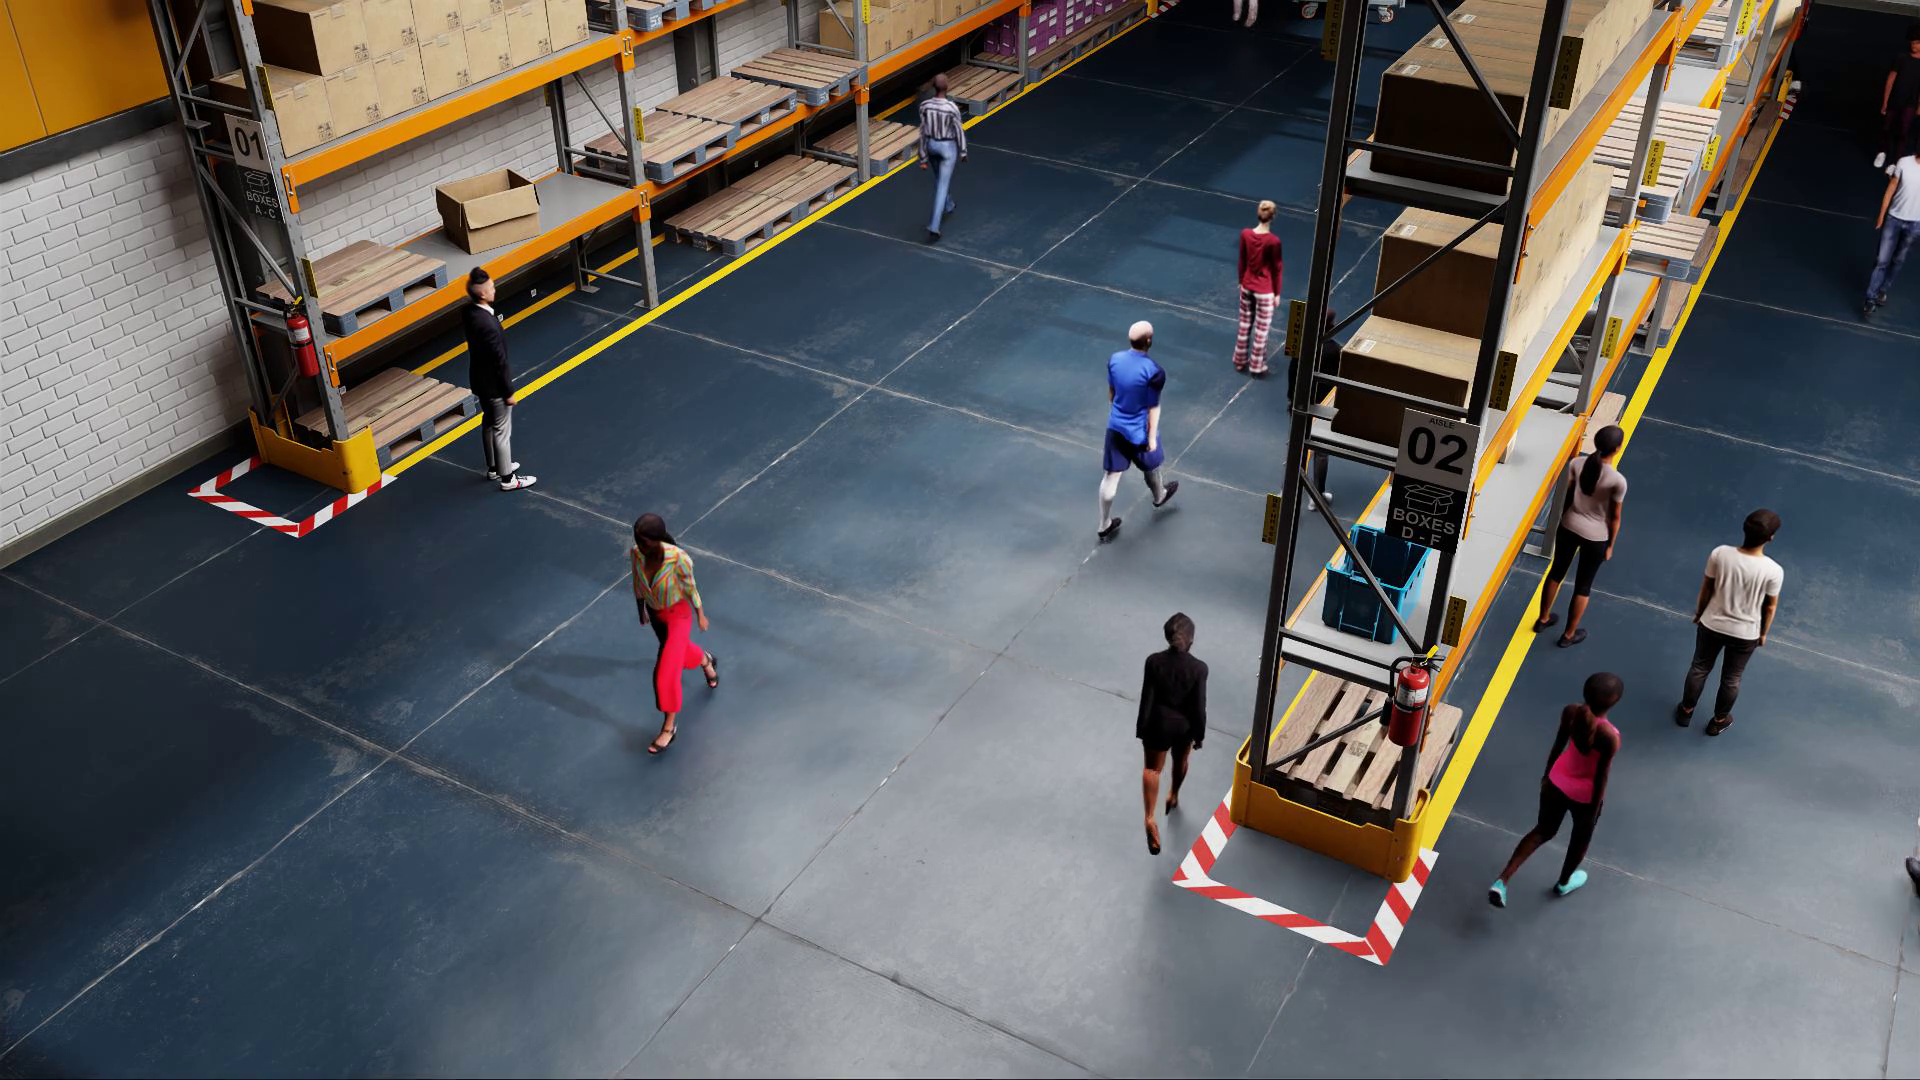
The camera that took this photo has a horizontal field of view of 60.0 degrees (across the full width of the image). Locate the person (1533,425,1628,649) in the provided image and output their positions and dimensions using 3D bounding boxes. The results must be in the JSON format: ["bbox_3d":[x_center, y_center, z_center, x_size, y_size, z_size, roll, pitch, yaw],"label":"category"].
[{"bbox_3d":[4.428,-0.035,11.840,0.635,1.744,0.655,-26,42,-34],"label":"person"}]

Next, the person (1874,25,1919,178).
[{"bbox_3d":[11.109,-5.200,19.621,0.630,1.732,1.082,17,37,24],"label":"person"}]

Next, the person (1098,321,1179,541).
[{"bbox_3d":[1.287,-0.812,12.962,0.803,1.795,1.171,24,41,32],"label":"person"}]

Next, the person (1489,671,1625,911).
[{"bbox_3d":[3.460,1.488,9.587,1.103,1.701,0.877,-18,38,-26],"label":"person"}]

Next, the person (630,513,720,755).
[{"bbox_3d":[-1.858,0.515,11.014,0.732,1.742,1.196,10,35,15],"label":"person"}]

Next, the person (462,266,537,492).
[{"bbox_3d":[-3.842,-1.334,13.602,0.744,1.957,0.788,-23,40,-30],"label":"person"}]

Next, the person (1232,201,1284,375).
[{"bbox_3d":[2.758,-2.332,15.331,0.645,1.704,0.554,25,41,32],"label":"person"}]

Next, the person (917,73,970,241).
[{"bbox_3d":[-0.227,-4.081,17.922,0.688,1.750,1.147,15,36,21],"label":"person"}]

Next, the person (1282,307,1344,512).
[{"bbox_3d":[2.838,-1.057,13.362,0.649,1.761,0.563,20,39,28],"label":"person"}]

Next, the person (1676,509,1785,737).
[{"bbox_3d":[5.095,0.539,10.995,0.636,1.722,0.551,21,39,28],"label":"person"}]

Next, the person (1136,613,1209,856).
[{"bbox_3d":[1.273,1.202,10.095,0.797,1.616,1.055,5,34,8],"label":"person"}]

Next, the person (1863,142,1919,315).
[{"bbox_3d":[9.372,-3.188,16.501,0.734,1.836,1.084,12,35,17],"label":"person"}]

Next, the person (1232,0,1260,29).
[{"bbox_3d":[4.272,-8.402,24.506,0.944,1.657,1.146,1,34,1],"label":"person"}]
